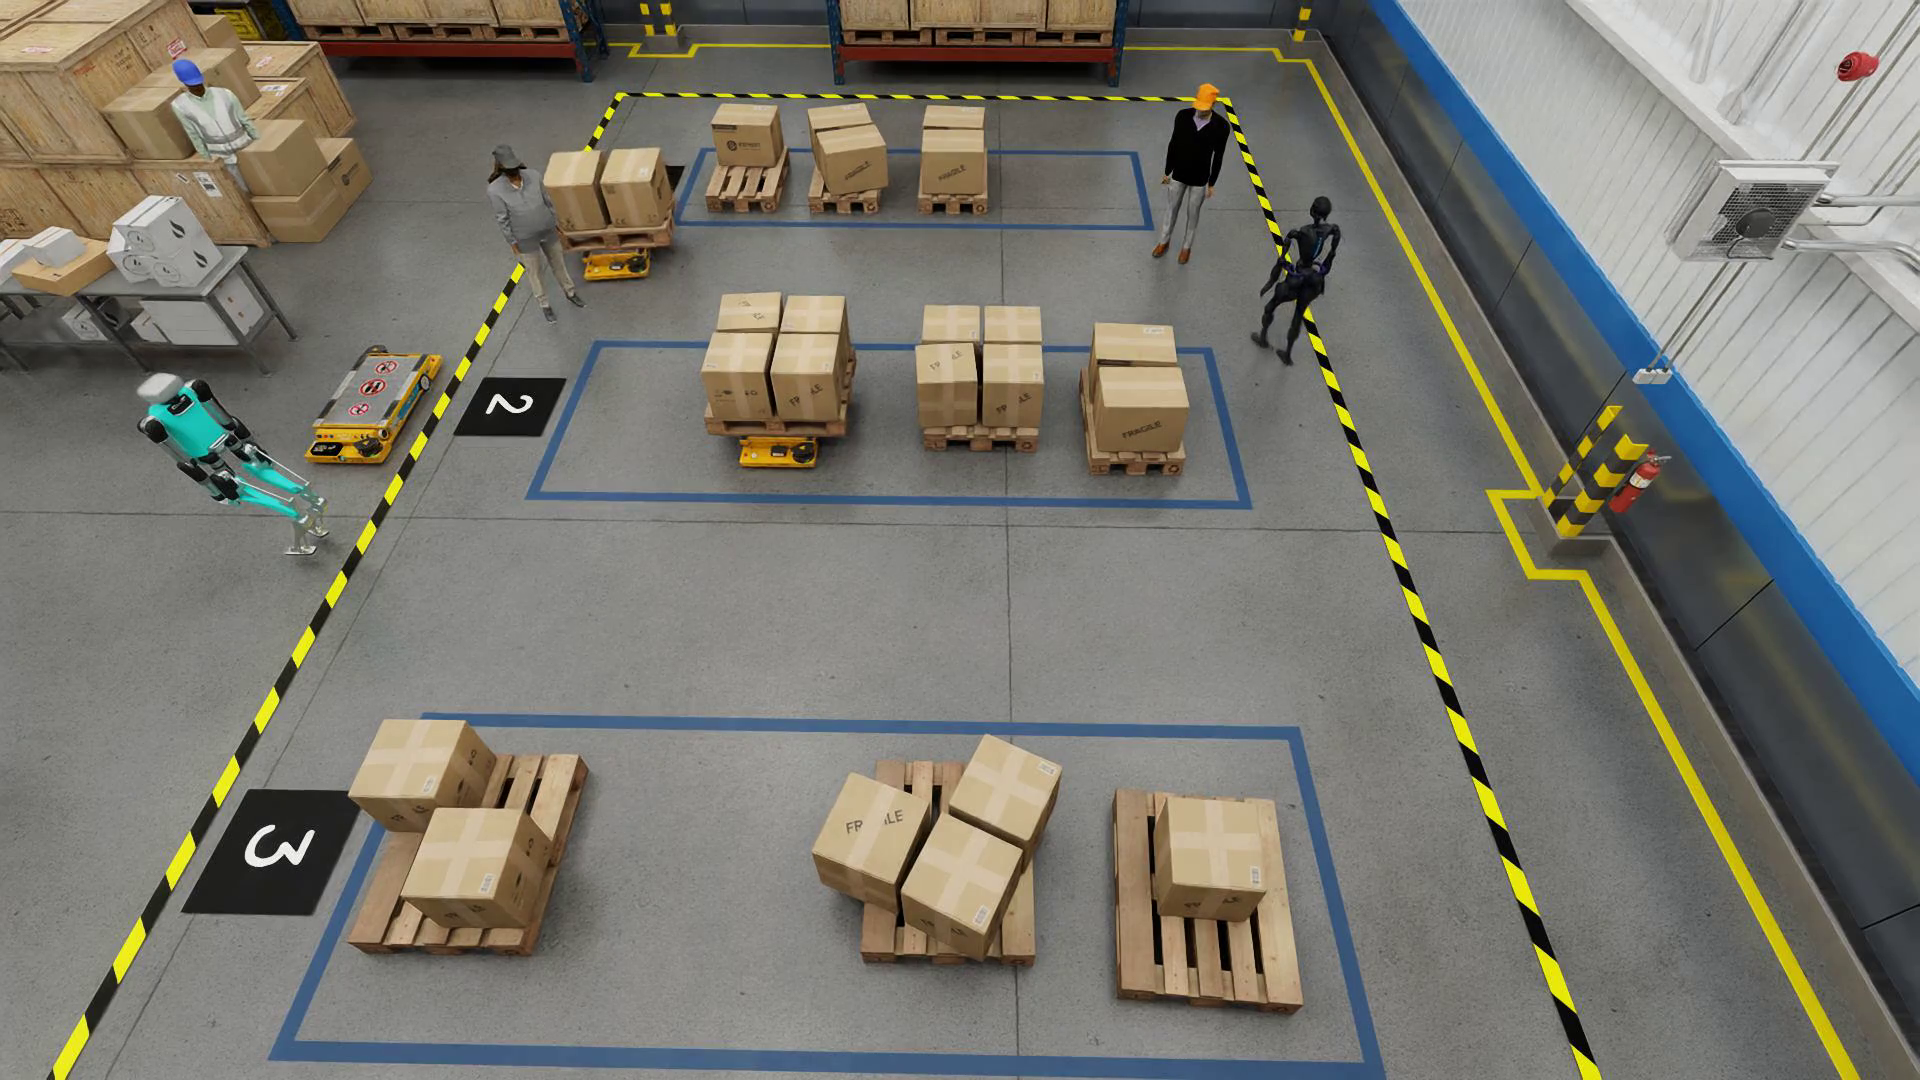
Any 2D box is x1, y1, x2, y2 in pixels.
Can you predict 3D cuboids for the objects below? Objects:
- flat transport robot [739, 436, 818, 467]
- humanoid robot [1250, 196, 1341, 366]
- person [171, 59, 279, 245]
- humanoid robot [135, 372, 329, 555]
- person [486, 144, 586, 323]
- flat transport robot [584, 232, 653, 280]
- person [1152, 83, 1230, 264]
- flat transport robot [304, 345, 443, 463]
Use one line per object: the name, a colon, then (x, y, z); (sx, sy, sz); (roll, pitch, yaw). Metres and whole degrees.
flat transport robot: (-1.582, -1.235, 8.394); (0.652, 0.197, 1.431); (1, 50, 1)
humanoid robot: (3.125, -2.416, 8.491); (0.602, 1.643, 0.537); (-7, 50, -6)
person: (-7.701, -4.110, 9.753); (0.604, 1.939, 0.412); (-32, 57, -24)
humanoid robot: (-5.176, -0.495, 6.737); (0.735, 1.675, 0.533); (10, 50, 8)
person: (-4.150, -2.987, 8.910); (0.398, 1.768, 0.572); (35, 58, 26)
flat transport robot: (-3.778, -3.401, 10.226); (0.652, 0.197, 1.431); (-6, 50, -5)
person: (2.390, -3.779, 9.510); (0.584, 1.880, 0.376); (22, 53, 18)
flat transport robot: (-5.383, -1.269, 8.441); (0.659, 0.231, 1.431); (1, 50, 1)
